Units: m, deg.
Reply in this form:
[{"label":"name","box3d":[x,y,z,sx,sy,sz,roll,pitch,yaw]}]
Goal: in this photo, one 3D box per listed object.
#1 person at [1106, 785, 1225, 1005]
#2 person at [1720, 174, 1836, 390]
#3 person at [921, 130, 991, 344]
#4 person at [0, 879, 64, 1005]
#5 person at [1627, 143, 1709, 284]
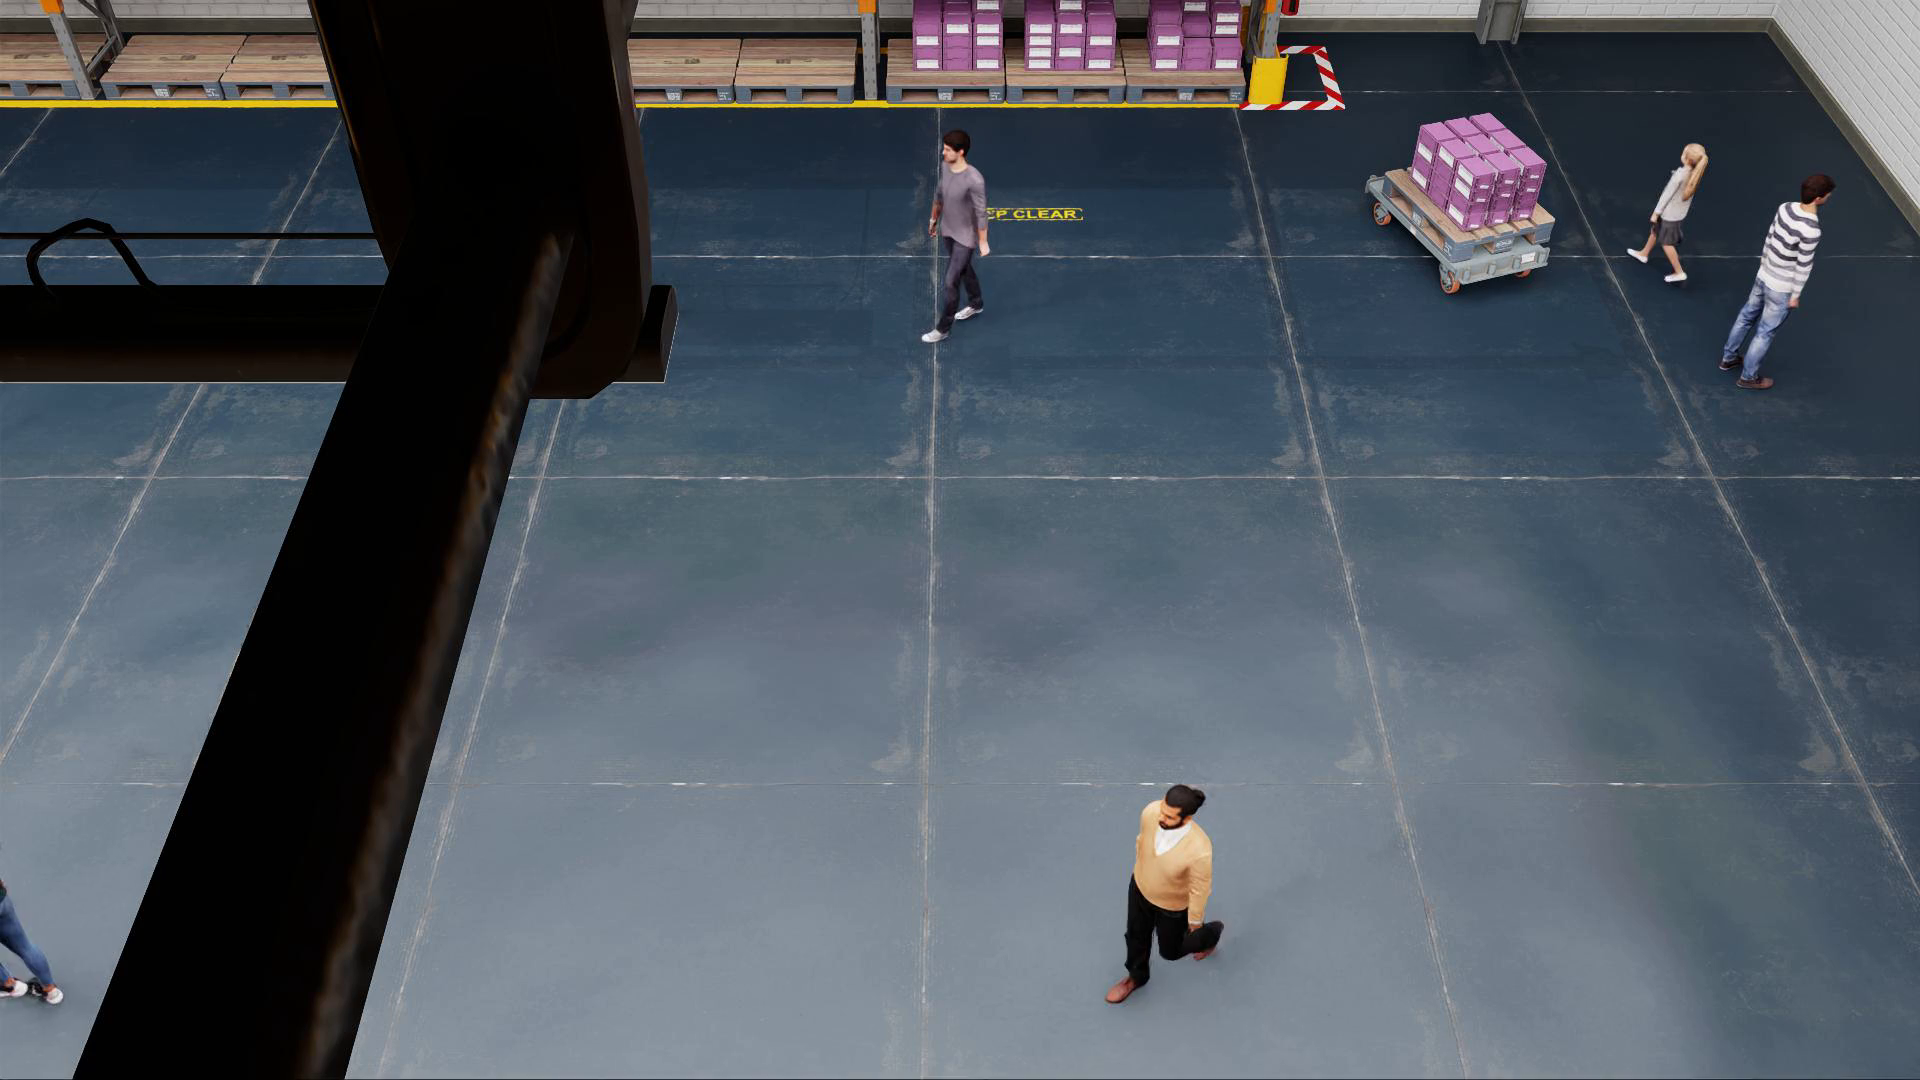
[{"label":"person","box3d":[1.165,1.885,9.027,1.099,1.738,0.990,-27,50,-26]},{"label":"person","box3d":[6.423,-2.046,13.069,0.592,1.854,0.681,-7,44,-7]},{"label":"person","box3d":[0.079,-2.536,13.607,1.113,1.823,1.004,-25,49,-24]},{"label":"person","box3d":[-5.232,2.033,8.971,0.768,1.600,0.712,16,46,16]},{"label":"person","box3d":[6.174,-2.800,14.292,0.871,1.258,0.879,-29,51,-27]}]
